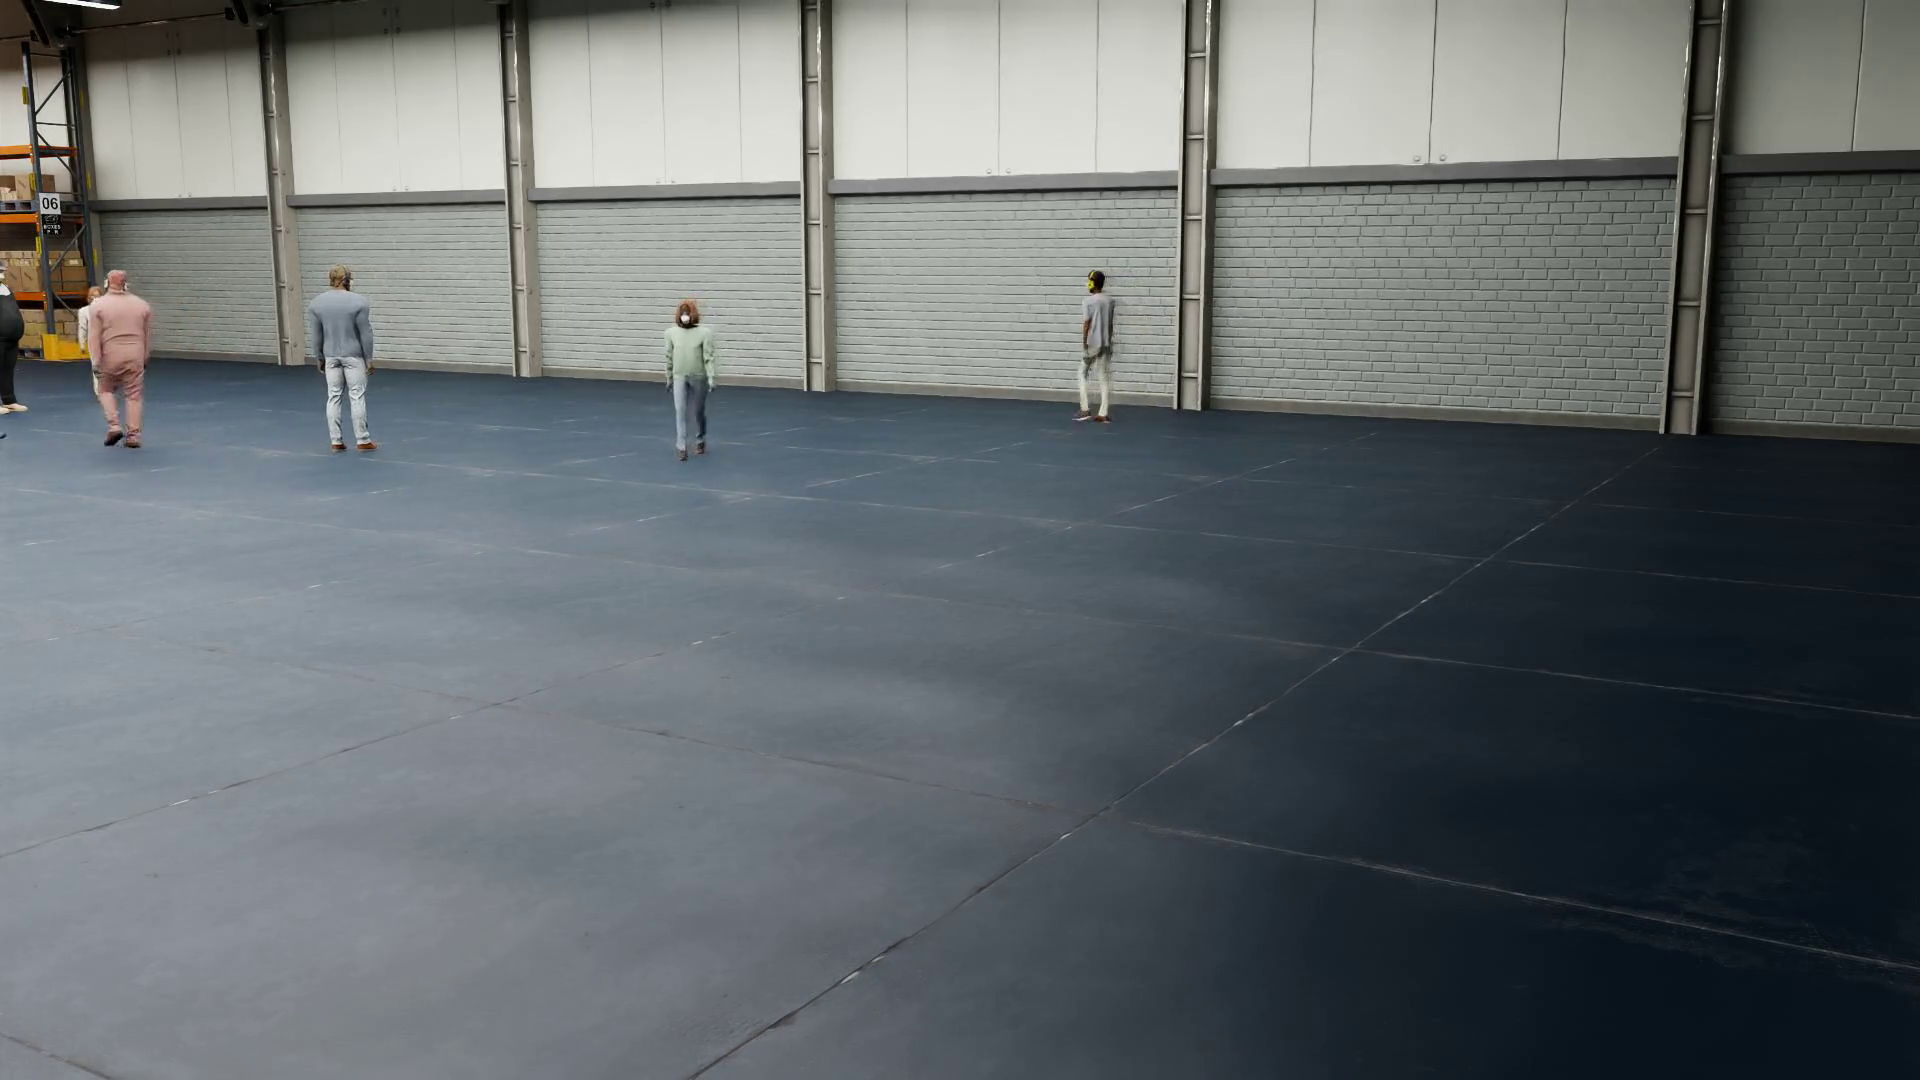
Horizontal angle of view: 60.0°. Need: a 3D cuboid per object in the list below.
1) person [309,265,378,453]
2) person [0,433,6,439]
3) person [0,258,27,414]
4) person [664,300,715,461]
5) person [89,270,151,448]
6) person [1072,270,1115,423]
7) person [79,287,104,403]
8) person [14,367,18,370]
[{"bbox_3d":[-6.331,-1.853,17.106,0.627,1.934,0.370,1,10,3],"label":"person"},{"bbox_3d":[-10.704,-1.881,17.645,0.924,1.798,0.572,0,10,1],"label":"person"},{"bbox_3d":[-12.350,-2.647,21.437,0.537,2.000,0.689,1,10,4],"label":"person"},{"bbox_3d":[-2.709,-1.622,16.746,0.511,1.593,0.839,0,10,-1],"label":"person"},{"bbox_3d":[-8.864,-1.903,17.573,0.477,1.879,0.653,9,13,44],"label":"person"},{"bbox_3d":[1.643,-2.361,20.344,0.512,1.849,0.644,-5,11,-27],"label":"person"},{"bbox_3d":[-11.810,-2.677,22.918,0.514,1.592,0.832,-7,12,-34],"label":"person"},{"bbox_3d":[-17.270,-3.953,29.452,0.979,1.928,0.619,3,10,16],"label":"person"}]
